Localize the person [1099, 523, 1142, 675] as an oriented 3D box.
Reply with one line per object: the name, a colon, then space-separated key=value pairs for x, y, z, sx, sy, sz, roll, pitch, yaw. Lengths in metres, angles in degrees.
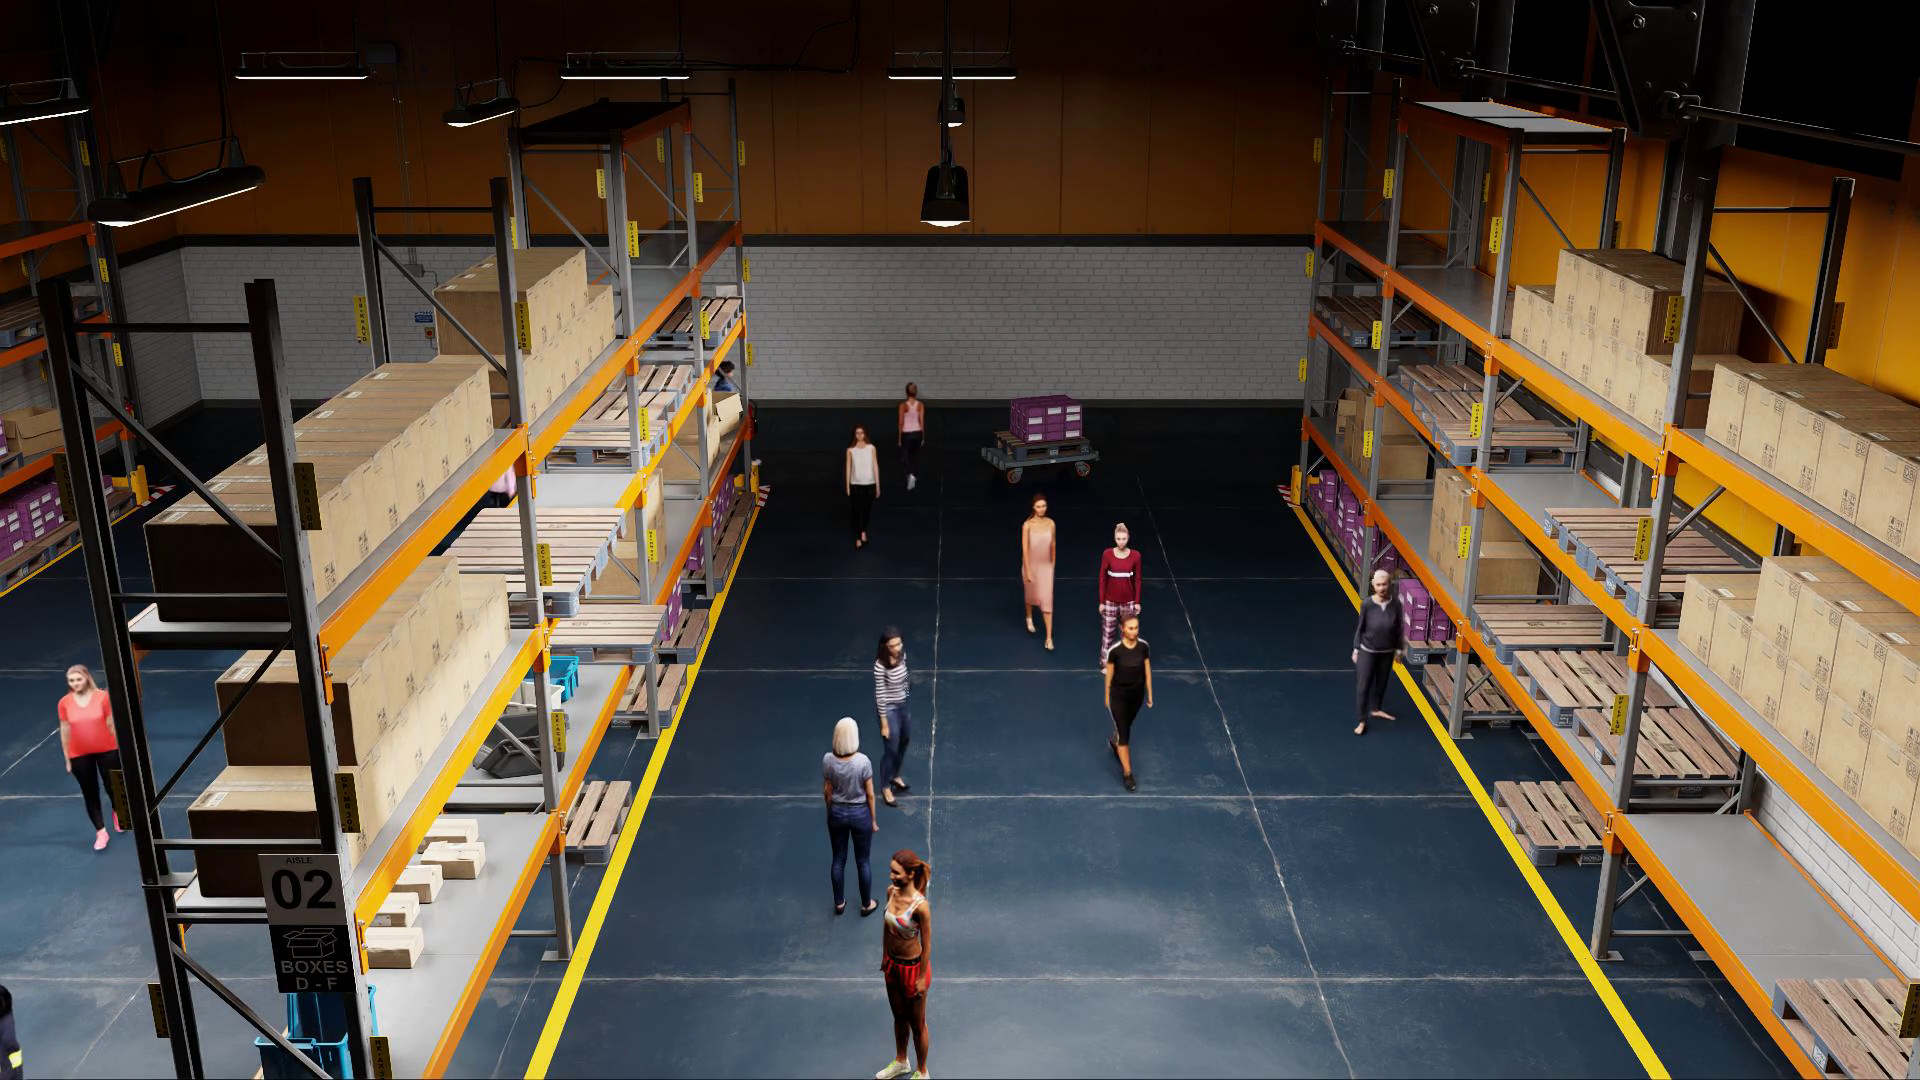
person: x=1.736 y=0.645 z=18.142 sx=0.608 sy=1.696 sz=0.480 roll=0 pitch=19 yaw=0

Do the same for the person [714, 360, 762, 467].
person: x=-3.640 y=-1.810 z=25.316 sx=1.177 sy=1.771 sz=1.157 roll=-15 pitch=24 yaw=-38

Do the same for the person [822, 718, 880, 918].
person: x=-0.888 y=2.227 z=13.404 sx=0.627 sy=1.722 sz=0.577 roll=4 pitch=19 yaw=12

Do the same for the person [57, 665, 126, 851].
person: x=-7.563 y=1.858 z=14.558 sx=0.721 sy=1.684 sz=0.768 roll=-6 pitch=20 yaw=-18

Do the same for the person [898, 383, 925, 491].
person: x=-0.703 y=-1.524 z=24.691 sx=0.725 sy=1.627 sz=0.945 roll=-6 pitch=19 yaw=-16

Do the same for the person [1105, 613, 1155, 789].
person: x=1.558 y=1.450 z=15.852 sx=0.829 sy=1.632 sz=1.171 roll=-6 pitch=20 yaw=-17

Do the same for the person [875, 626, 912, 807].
person: x=-0.595 y=1.595 z=15.201 sx=0.839 sy=1.773 sz=0.681 roll=7 pitch=20 yaw=20

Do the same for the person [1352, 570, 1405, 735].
person: x=4.228 y=1.088 z=16.815 sx=0.690 sy=1.703 sz=0.728 roll=-4 pitch=19 yaw=-10

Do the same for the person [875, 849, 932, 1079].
person: x=-0.355 y=2.904 z=11.285 sx=0.733 sy=1.792 sz=0.672 roll=-17 pitch=25 yaw=-41

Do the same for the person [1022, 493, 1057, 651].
person: x=0.859 y=0.328 z=18.962 sx=0.722 sy=1.775 sz=1.179 roll=-4 pitch=19 yaw=-12

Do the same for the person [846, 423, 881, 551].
person: x=-1.313 y=-0.745 z=22.269 sx=0.697 sy=1.696 sz=0.990 roll=-4 pitch=19 yaw=-11
